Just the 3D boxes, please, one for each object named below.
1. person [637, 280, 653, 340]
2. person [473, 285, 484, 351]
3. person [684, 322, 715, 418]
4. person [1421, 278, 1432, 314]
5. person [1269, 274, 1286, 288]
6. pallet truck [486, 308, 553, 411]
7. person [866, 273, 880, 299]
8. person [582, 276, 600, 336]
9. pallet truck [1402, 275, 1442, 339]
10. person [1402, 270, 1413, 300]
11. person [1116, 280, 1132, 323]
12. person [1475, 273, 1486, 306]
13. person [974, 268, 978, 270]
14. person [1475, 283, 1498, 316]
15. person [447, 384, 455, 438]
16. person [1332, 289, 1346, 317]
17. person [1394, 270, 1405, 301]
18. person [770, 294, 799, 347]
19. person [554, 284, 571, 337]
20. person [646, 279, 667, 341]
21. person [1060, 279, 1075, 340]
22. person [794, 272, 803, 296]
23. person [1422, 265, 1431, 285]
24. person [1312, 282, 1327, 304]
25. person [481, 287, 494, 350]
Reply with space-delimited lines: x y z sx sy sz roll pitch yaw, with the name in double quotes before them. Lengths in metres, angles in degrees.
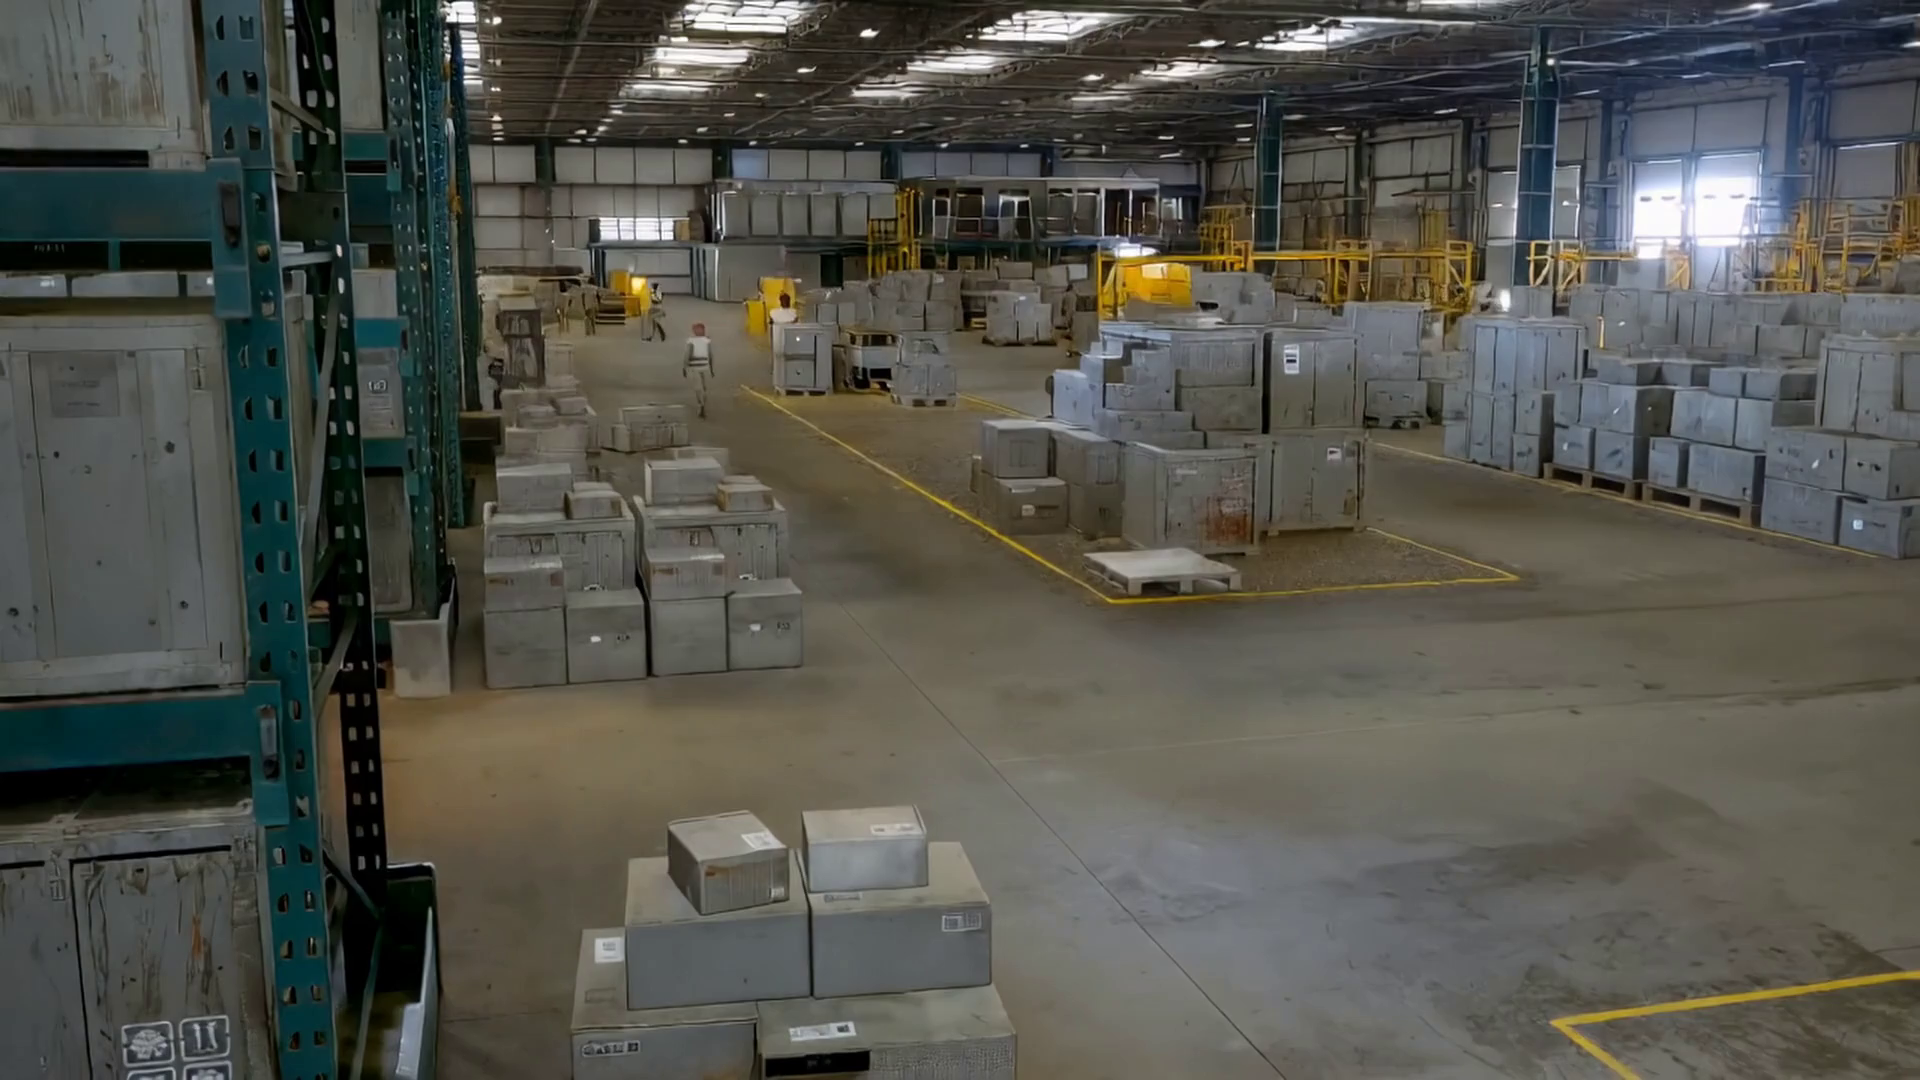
"person" -9.670 -7.066 51.196 0.541 1.821 0.710 -1 10 -7
"person" -13.086 -6.008 44.571 0.537 2.000 0.682 3 10 17
"person" -4.340 -2.839 27.824 0.524 1.615 0.699 -4 11 -23
"person" 15.137 -7.623 54.000 0.362 1.939 0.636 6 12 32
"person" 12.203 -9.338 64.153 0.641 1.790 0.978 6 12 31
"pallet truck" -6.242 -2.418 24.362 0.823 1.965 1.885 1 10 3
"person" -3.142 -8.691 60.126 0.590 1.913 0.399 -8 13 -38
"person" -11.841 -7.508 53.341 0.604 1.945 0.727 0 10 -2
"pallet truck" 14.620 -7.324 52.145 0.823 1.965 1.885 8 13 40
"person" 19.707 -11.027 73.602 0.635 1.830 0.429 -4 11 -20
"person" 5.151 -7.274 52.409 0.519 1.817 0.903 2 10 11
"person" 18.314 -8.388 58.378 0.383 1.923 0.590 -6 12 -31
"person" 0.734 -11.728 77.405 0.337 1.882 0.585 -1 10 -6
"person" 13.704 -5.731 43.358 0.616 1.911 0.419 7 12 35
"person" -6.326 -1.582 20.074 0.429 1.841 0.634 7 12 35
"person" 8.906 -4.909 38.829 0.349 1.878 0.567 -9 13 -41
"person" 17.083 -9.508 64.648 0.389 1.949 0.603 -1 10 -5
"person" -3.701 -4.245 35.053 0.590 1.887 0.908 1 10 8
"person" -12.665 -7.322 53.001 0.534 1.692 0.320 1 10 8
"person" -9.219 -6.925 50.211 0.543 1.872 1.021 6 12 33
"person" 3.302 -7.072 51.077 0.521 1.874 0.328 -6 12 -31
"person" -5.949 -8.896 61.222 0.375 1.933 0.550 8 13 38
"person" 21.888 -11.901 78.069 0.608 1.995 0.377 -8 13 -40
"person" 11.954 -7.721 55.277 0.531 1.689 0.322 7 12 36
"person" -13.122 -6.118 46.001 0.550 1.751 0.365 5 11 24
